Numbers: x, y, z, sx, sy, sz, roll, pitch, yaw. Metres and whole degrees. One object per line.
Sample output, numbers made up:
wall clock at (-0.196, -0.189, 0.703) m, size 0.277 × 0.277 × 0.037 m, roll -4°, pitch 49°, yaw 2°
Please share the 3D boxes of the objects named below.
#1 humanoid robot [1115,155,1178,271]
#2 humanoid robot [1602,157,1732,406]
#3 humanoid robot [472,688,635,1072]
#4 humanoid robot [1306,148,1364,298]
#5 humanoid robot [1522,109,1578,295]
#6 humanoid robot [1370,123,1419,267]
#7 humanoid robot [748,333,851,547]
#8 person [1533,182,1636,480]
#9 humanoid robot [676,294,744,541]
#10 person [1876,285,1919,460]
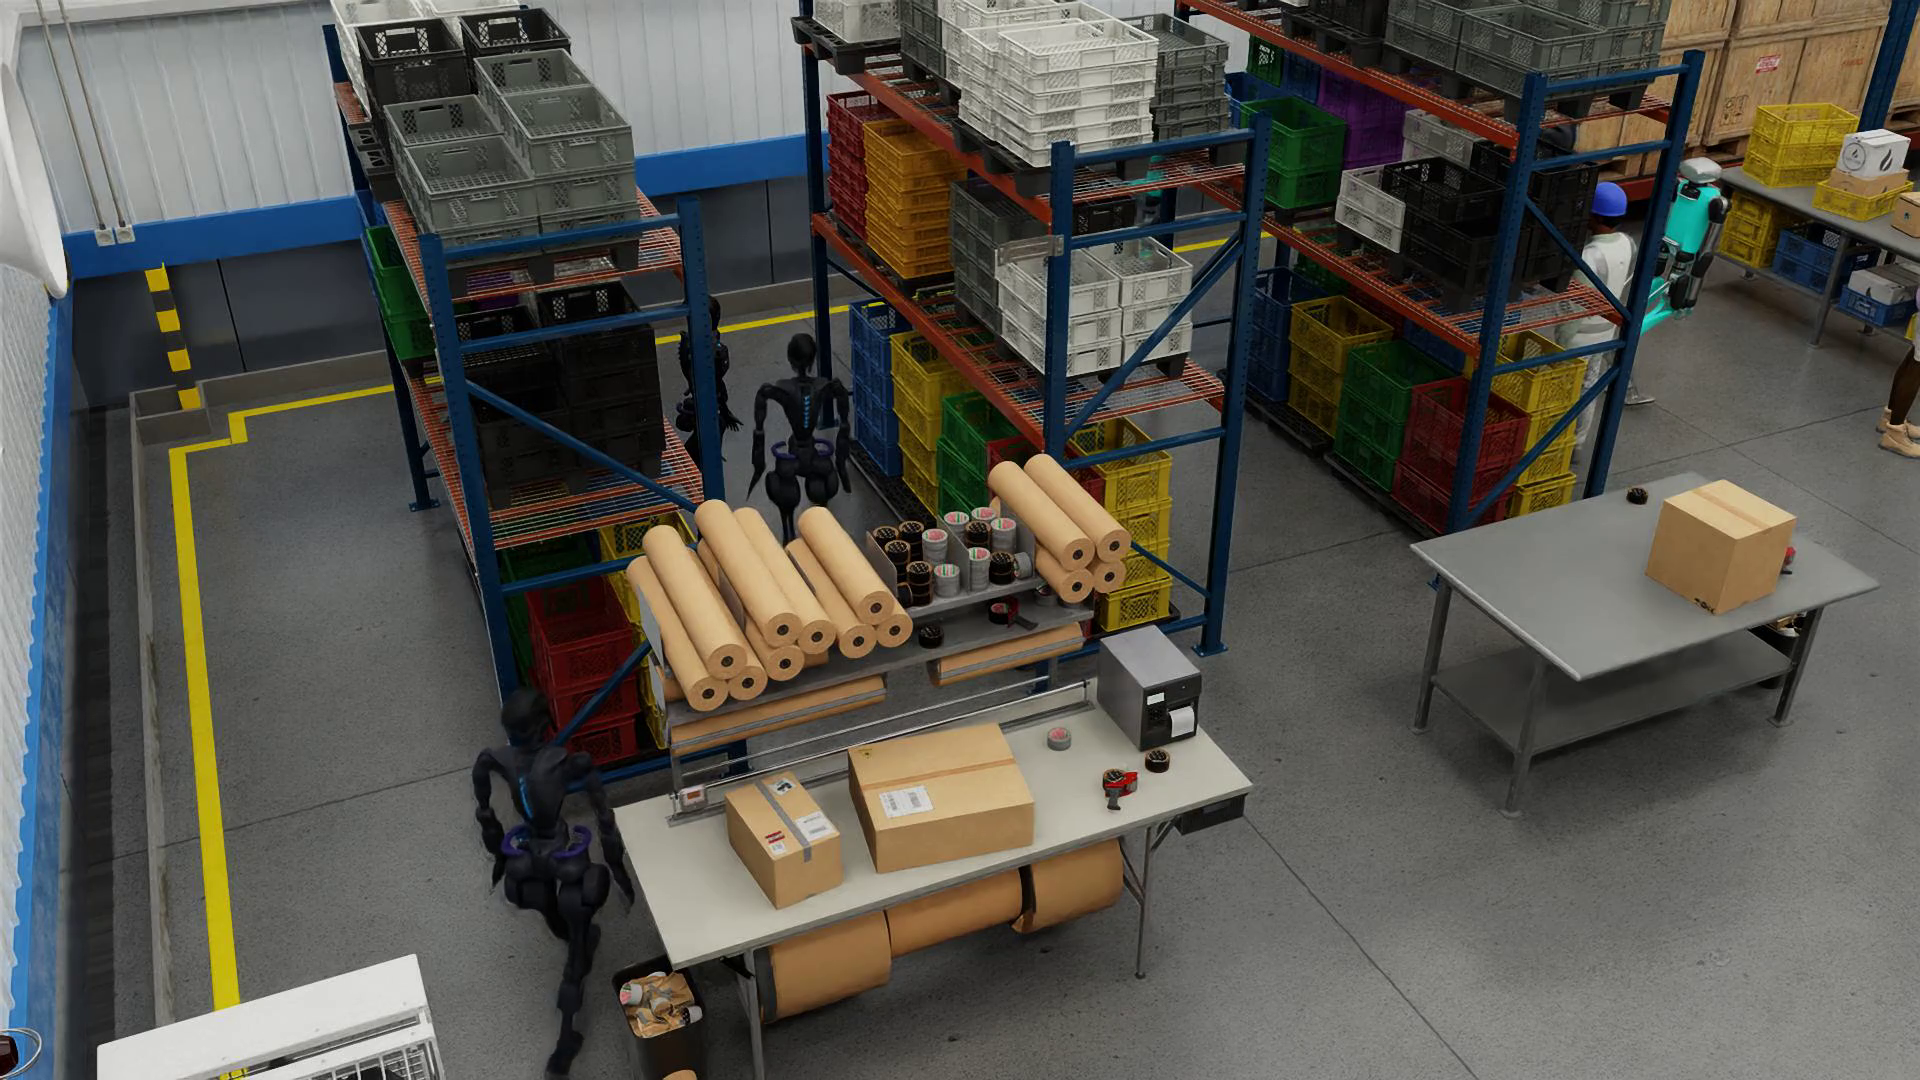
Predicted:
humanoid robot at (1.220, -2.223, 12.148) m, size 0.674 × 1.763 × 0.541 m, roll -25°, pitch 39°, yaw -34°
humanoid robot at (4.664, -1.726, 11.276) m, size 0.739 × 1.692 × 0.531 m, roll -10°, pitch 33°, yaw -16°
humanoid robot at (-1.607, 1.276, 6.602) m, size 0.601 × 1.620 × 0.801 m, roll 4°, pitch 32°, yaw 6°
humanoid robot at (2.781, -2.397, 12.460) m, size 0.678 × 1.789 × 0.561 m, roll 14°, pitch 34°, yaw 22°
humanoid robot at (4.644, -2.707, 13.028) m, size 0.447 × 1.647 × 0.593 m, roll 23°, pitch 39°, yaw 33°
humanoid robot at (3.271, -2.435, 12.619) m, size 0.631 × 1.637 × 0.599 m, roll 10°, pitch 33°, yaw 15°
humanoid robot at (-0.899, -0.401, 9.307) m, size 0.587 × 1.643 × 0.612 m, roll -9°, pitch 33°, yaw -13°
person at (3.922, -1.306, 10.497) m, size 0.387 × 1.942 × 0.606 m, roll 28°, pitch 41°, yaw 37°
humanoid robot at (-1.465, -0.666, 9.694) m, size 0.315 × 1.657 × 0.599 m, roll 4°, pitch 32°, yaw 6°
person at (6.387, -1.517, 10.751) m, size 0.385 × 2.036 × 0.604 m, roll 14°, pitch 34°, yaw 22°
